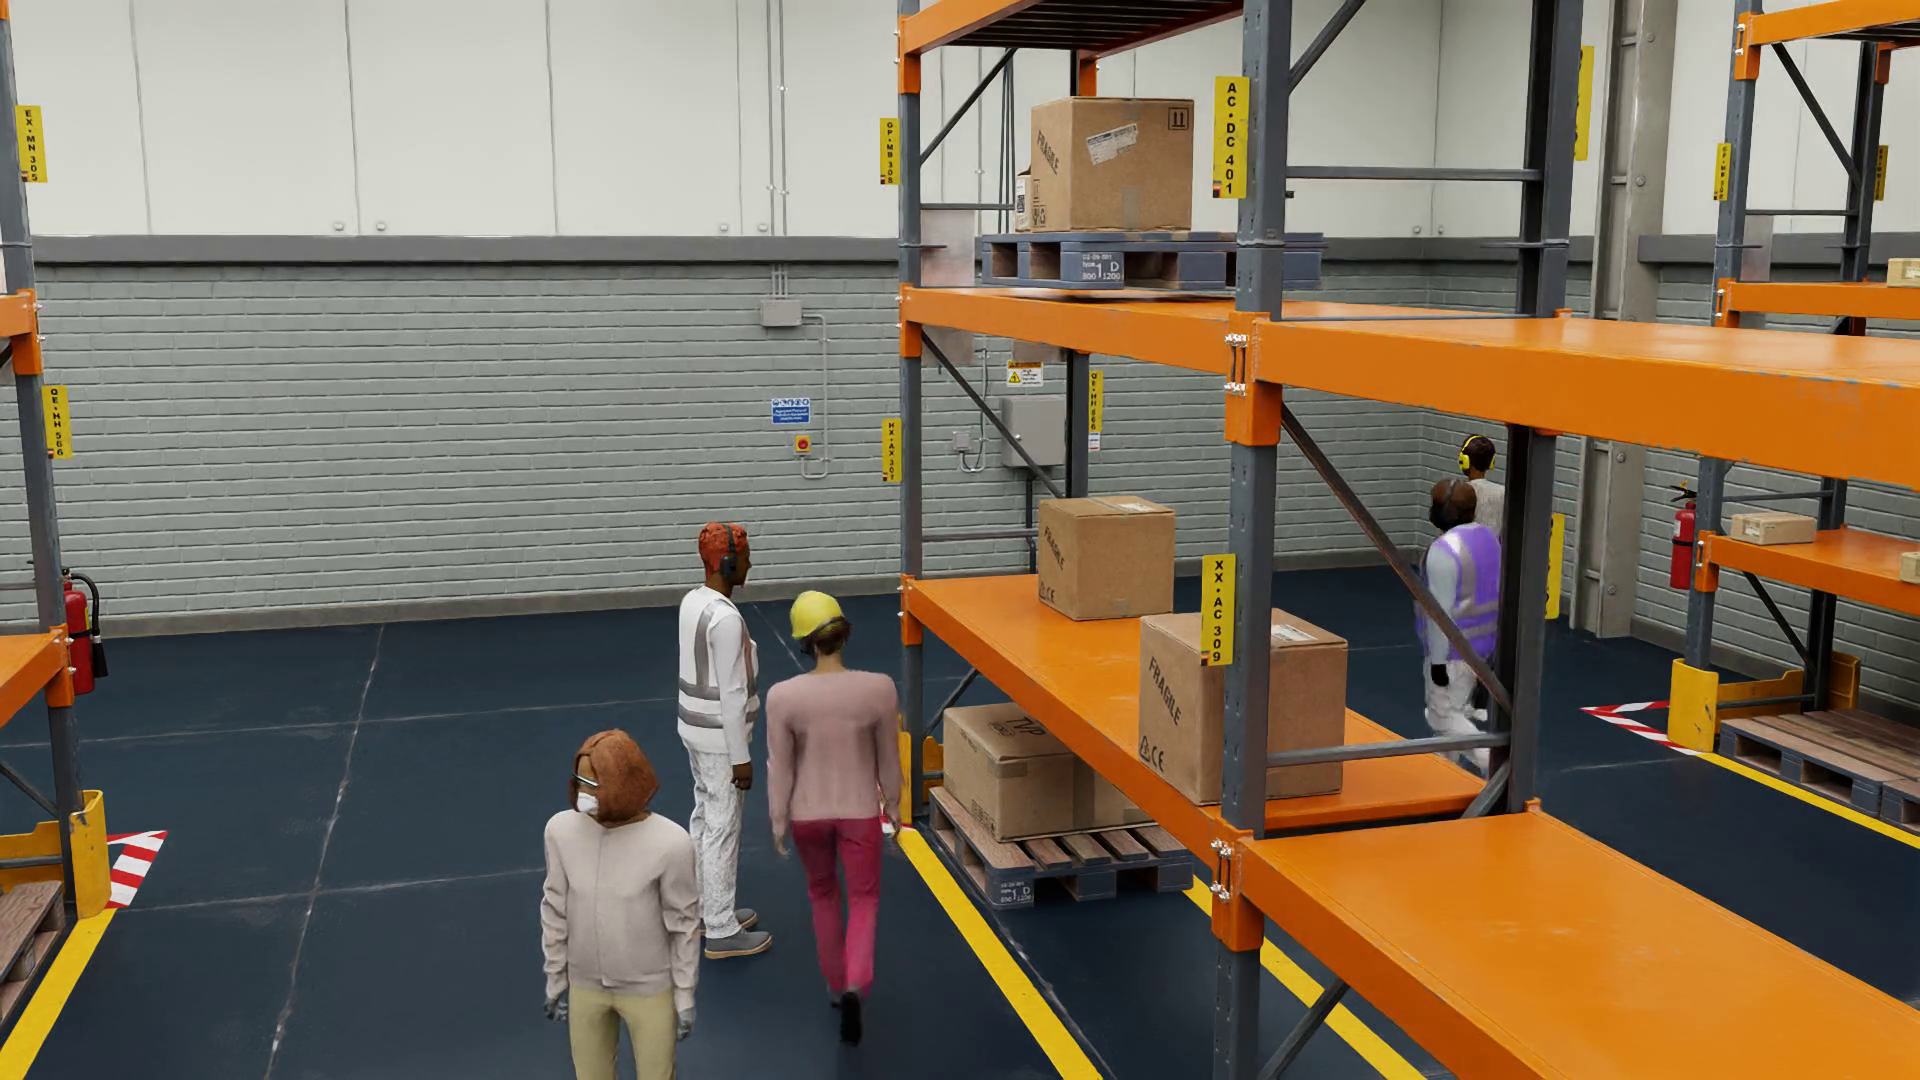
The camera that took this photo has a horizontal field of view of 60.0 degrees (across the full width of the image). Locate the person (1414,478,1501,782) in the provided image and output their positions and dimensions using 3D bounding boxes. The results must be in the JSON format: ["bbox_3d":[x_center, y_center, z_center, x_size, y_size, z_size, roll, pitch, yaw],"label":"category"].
[{"bbox_3d":[2.722,0.582,8.886,0.680,1.823,0.638,10,14,43],"label":"person"}]

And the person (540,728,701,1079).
[{"bbox_3d":[-1.022,1.356,5.006,0.500,1.632,0.286,3,10,14],"label":"person"}]

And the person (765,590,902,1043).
[{"bbox_3d":[-0.484,1.061,6.404,0.527,1.723,0.687,0,10,-2],"label":"person"}]

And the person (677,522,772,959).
[{"bbox_3d":[-1.030,0.854,7.174,0.359,1.880,0.575,-4,11,-24],"label":"person"}]
